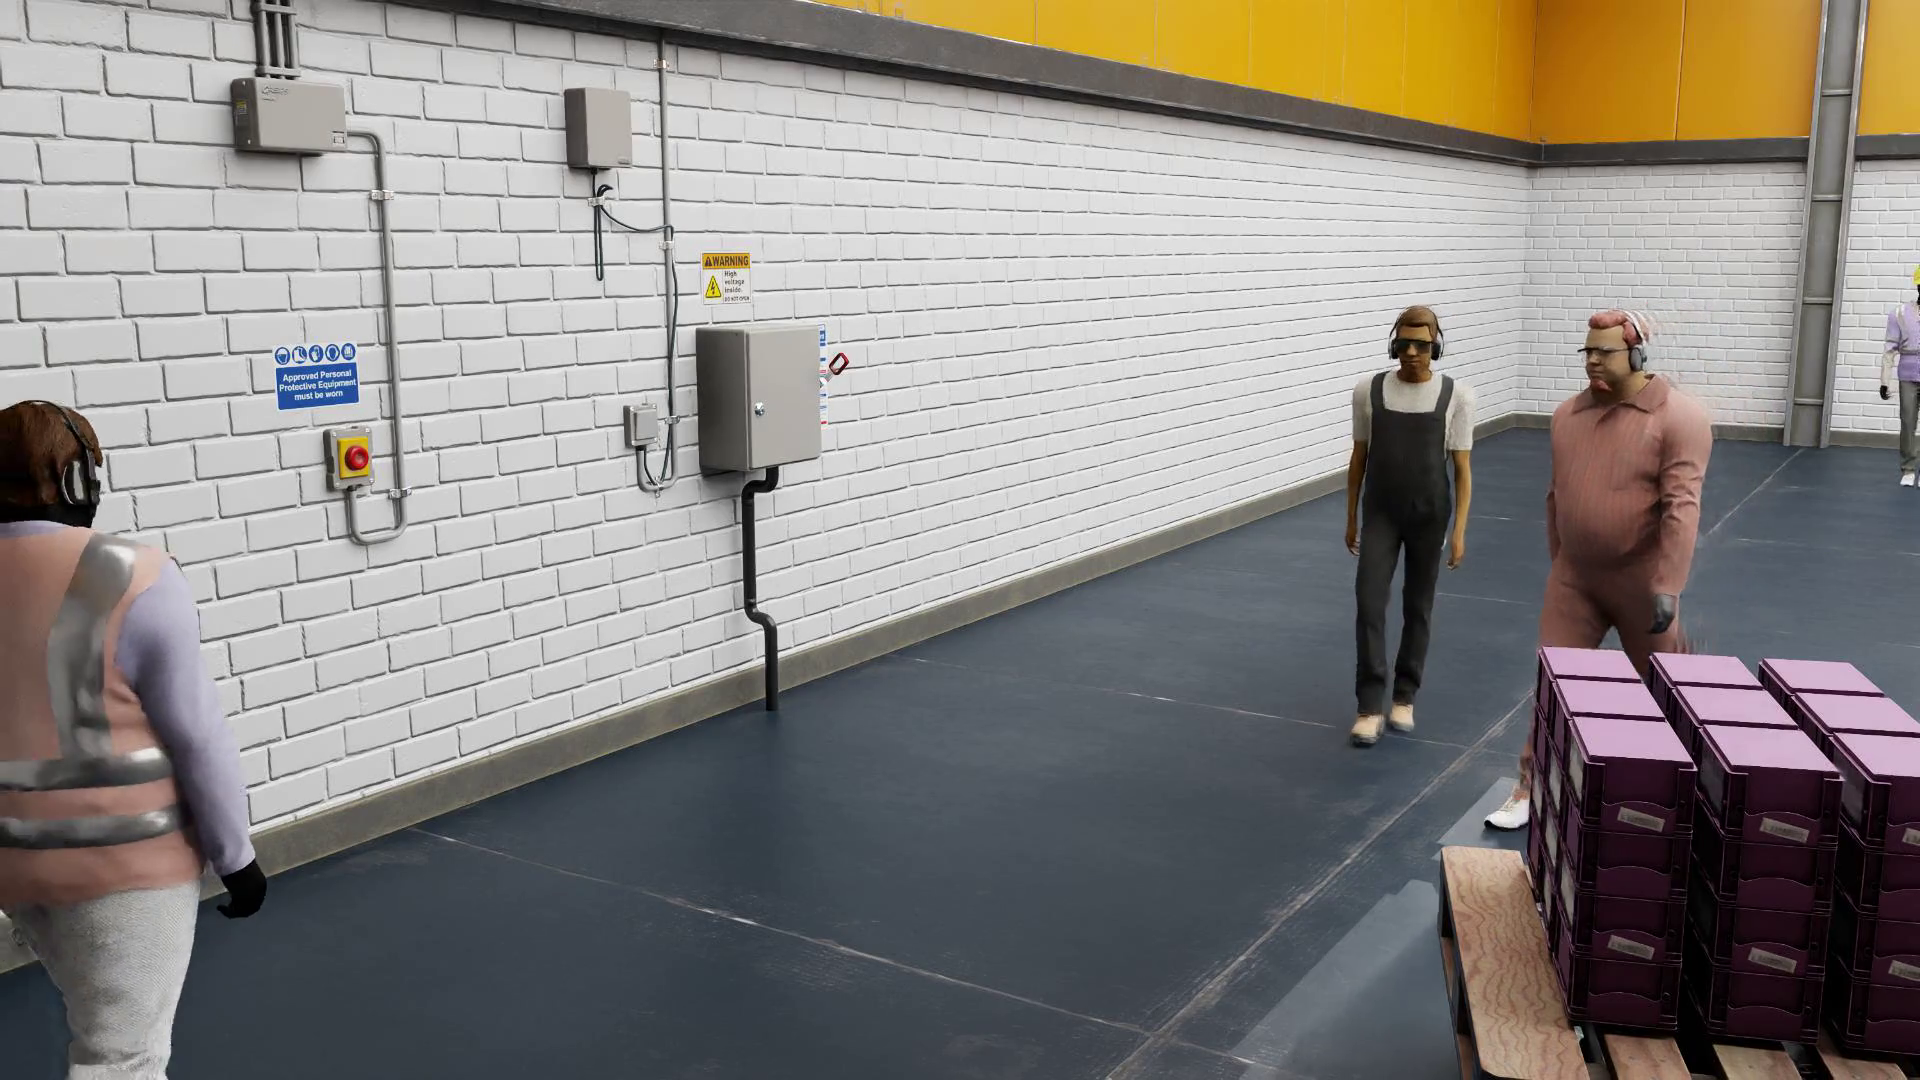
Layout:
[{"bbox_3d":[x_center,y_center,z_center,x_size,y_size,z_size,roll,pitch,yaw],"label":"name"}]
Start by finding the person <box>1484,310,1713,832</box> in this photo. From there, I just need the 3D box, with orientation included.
[{"bbox_3d":[2.369,0.107,5.993,0.980,1.865,0.647,-8,13,-37],"label":"person"}]

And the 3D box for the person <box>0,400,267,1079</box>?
[{"bbox_3d":[-1.733,0.647,3.187,0.641,1.808,0.858,3,11,14],"label":"person"}]

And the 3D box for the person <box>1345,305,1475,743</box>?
[{"bbox_3d":[1.846,-0.048,6.919,0.521,1.820,0.757,4,11,20],"label":"person"}]

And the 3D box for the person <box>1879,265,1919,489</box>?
[{"bbox_3d":[8.134,-1.380,14.052,0.641,1.910,0.639,7,12,33],"label":"person"}]
